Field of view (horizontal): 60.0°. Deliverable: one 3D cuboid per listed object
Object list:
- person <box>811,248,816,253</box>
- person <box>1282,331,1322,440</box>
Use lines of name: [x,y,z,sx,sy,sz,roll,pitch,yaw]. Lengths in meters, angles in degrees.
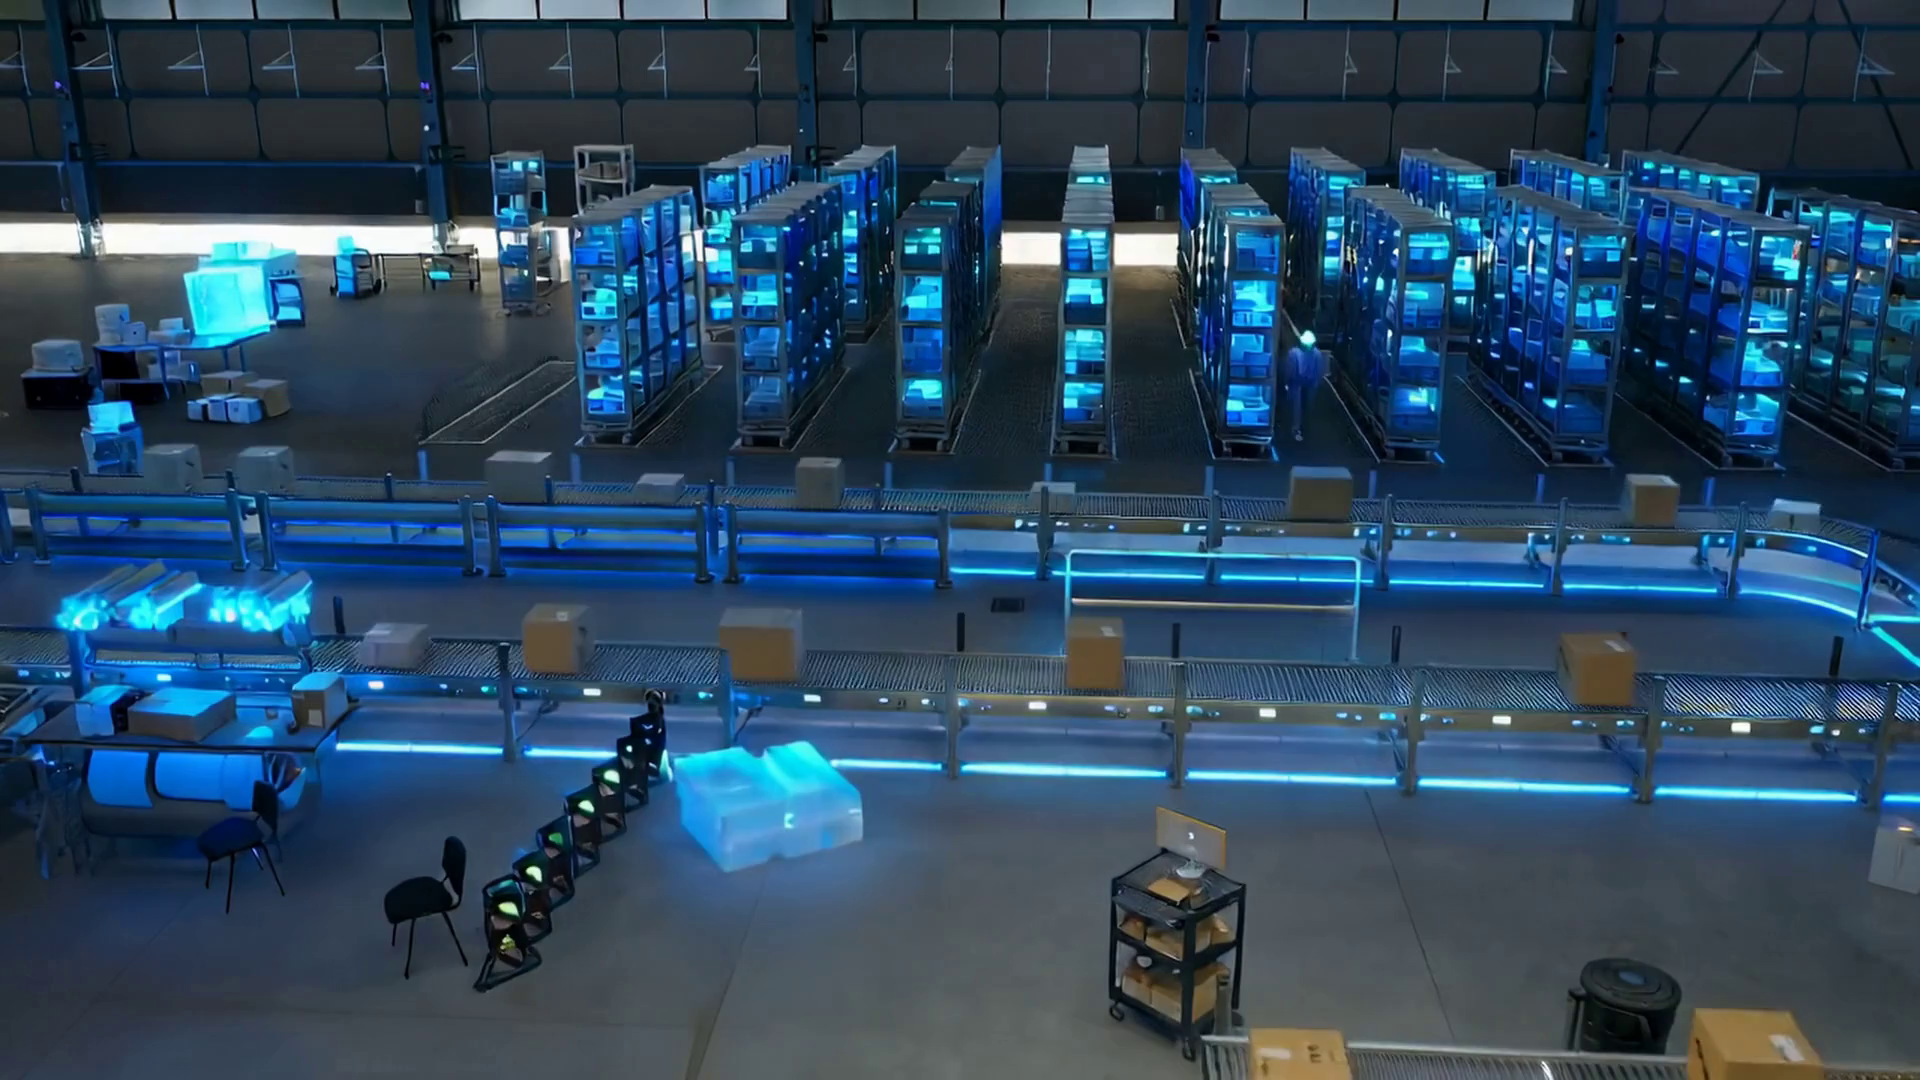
person: [-3.490,-6.712,39.849,0.396,1.837,0.565,-1,18,-4]
person: [5.473,-2.511,26.676,0.591,1.764,0.959,1,18,2]
